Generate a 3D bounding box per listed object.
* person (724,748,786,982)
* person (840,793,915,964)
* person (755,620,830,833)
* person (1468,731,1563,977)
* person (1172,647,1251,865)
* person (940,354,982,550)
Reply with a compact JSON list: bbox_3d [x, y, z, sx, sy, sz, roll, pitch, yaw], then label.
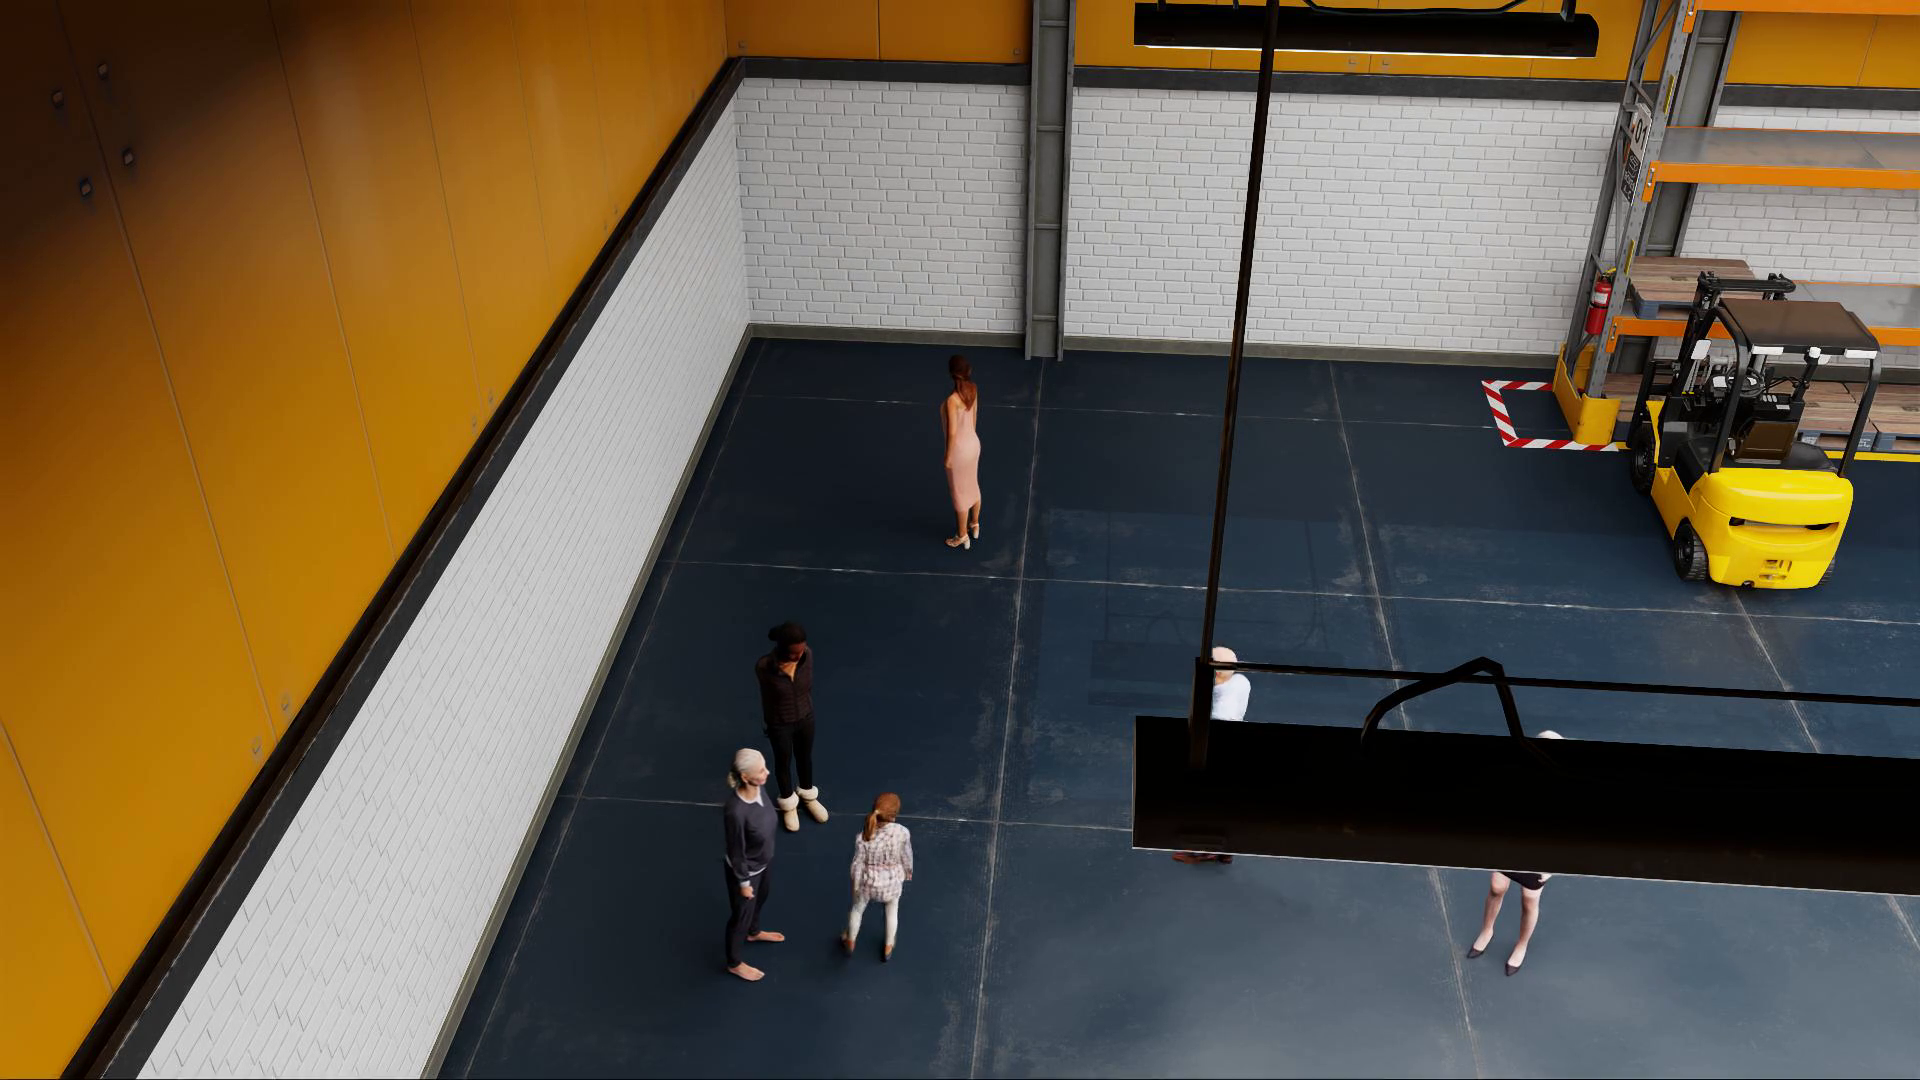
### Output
[{"bbox_3d":[-1.302,1.949,10.185,0.616,1.720,0.661,9,35,14],"label":"person"},{"bbox_3d":[-0.505,2.120,10.316,0.540,1.290,0.742,-13,36,-18],"label":"person"},{"bbox_3d":[-1.164,1.214,11.350,0.756,1.655,0.692,27,42,35],"label":"person"},{"bbox_3d":[3.446,1.897,10.164,0.601,1.831,0.696,25,41,32],"label":"person"},{"bbox_3d":[1.755,1.466,10.865,0.785,1.773,0.763,19,38,26],"label":"person"},{"bbox_3d":[0.029,-0.755,14.153,0.667,1.831,0.656,21,39,28],"label":"person"}]
